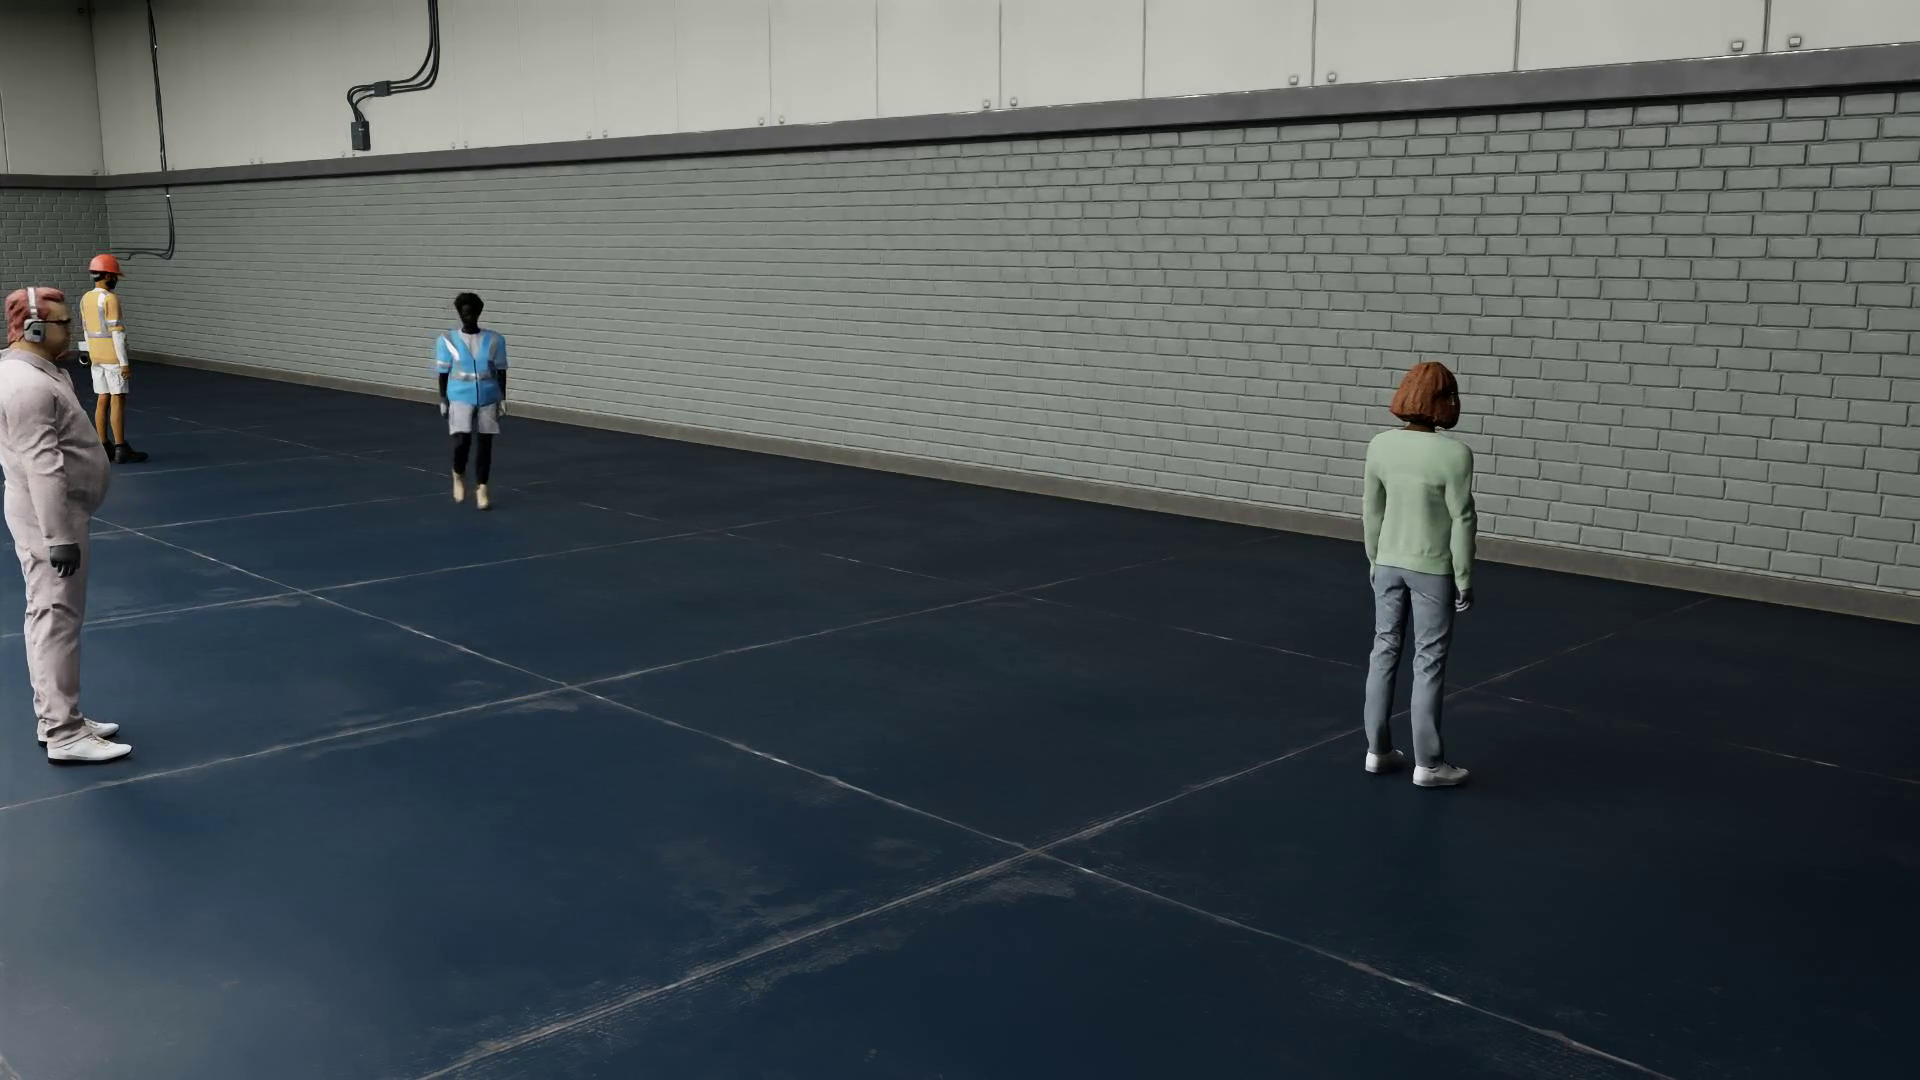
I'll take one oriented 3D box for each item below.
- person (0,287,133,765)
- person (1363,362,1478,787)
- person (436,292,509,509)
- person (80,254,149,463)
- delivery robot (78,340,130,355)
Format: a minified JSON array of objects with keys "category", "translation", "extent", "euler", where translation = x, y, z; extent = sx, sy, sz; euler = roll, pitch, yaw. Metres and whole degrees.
[{"category":"person","translation":[-3.646,-0.061,6.727],"extent":[0.411,1.908,0.643],"euler":[-7,12,-32]},{"category":"person","translation":[1.776,0.129,6.439],"extent":[0.280,1.633,0.500],"euler":[-8,13,-37]},{"category":"person","translation":[-3.751,-1.073,12.866],"extent":[0.532,1.679,0.381],"euler":[-5,11,-24]},{"category":"person","translation":[-7.949,-1.699,15.582],"extent":[0.542,1.936,0.364],"euler":[7,12,32]},{"category":"delivery robot","translation":[-13.885,-3.126,26.989],"extent":[0.707,0.478,0.477],"euler":[-1,11,-5]}]
